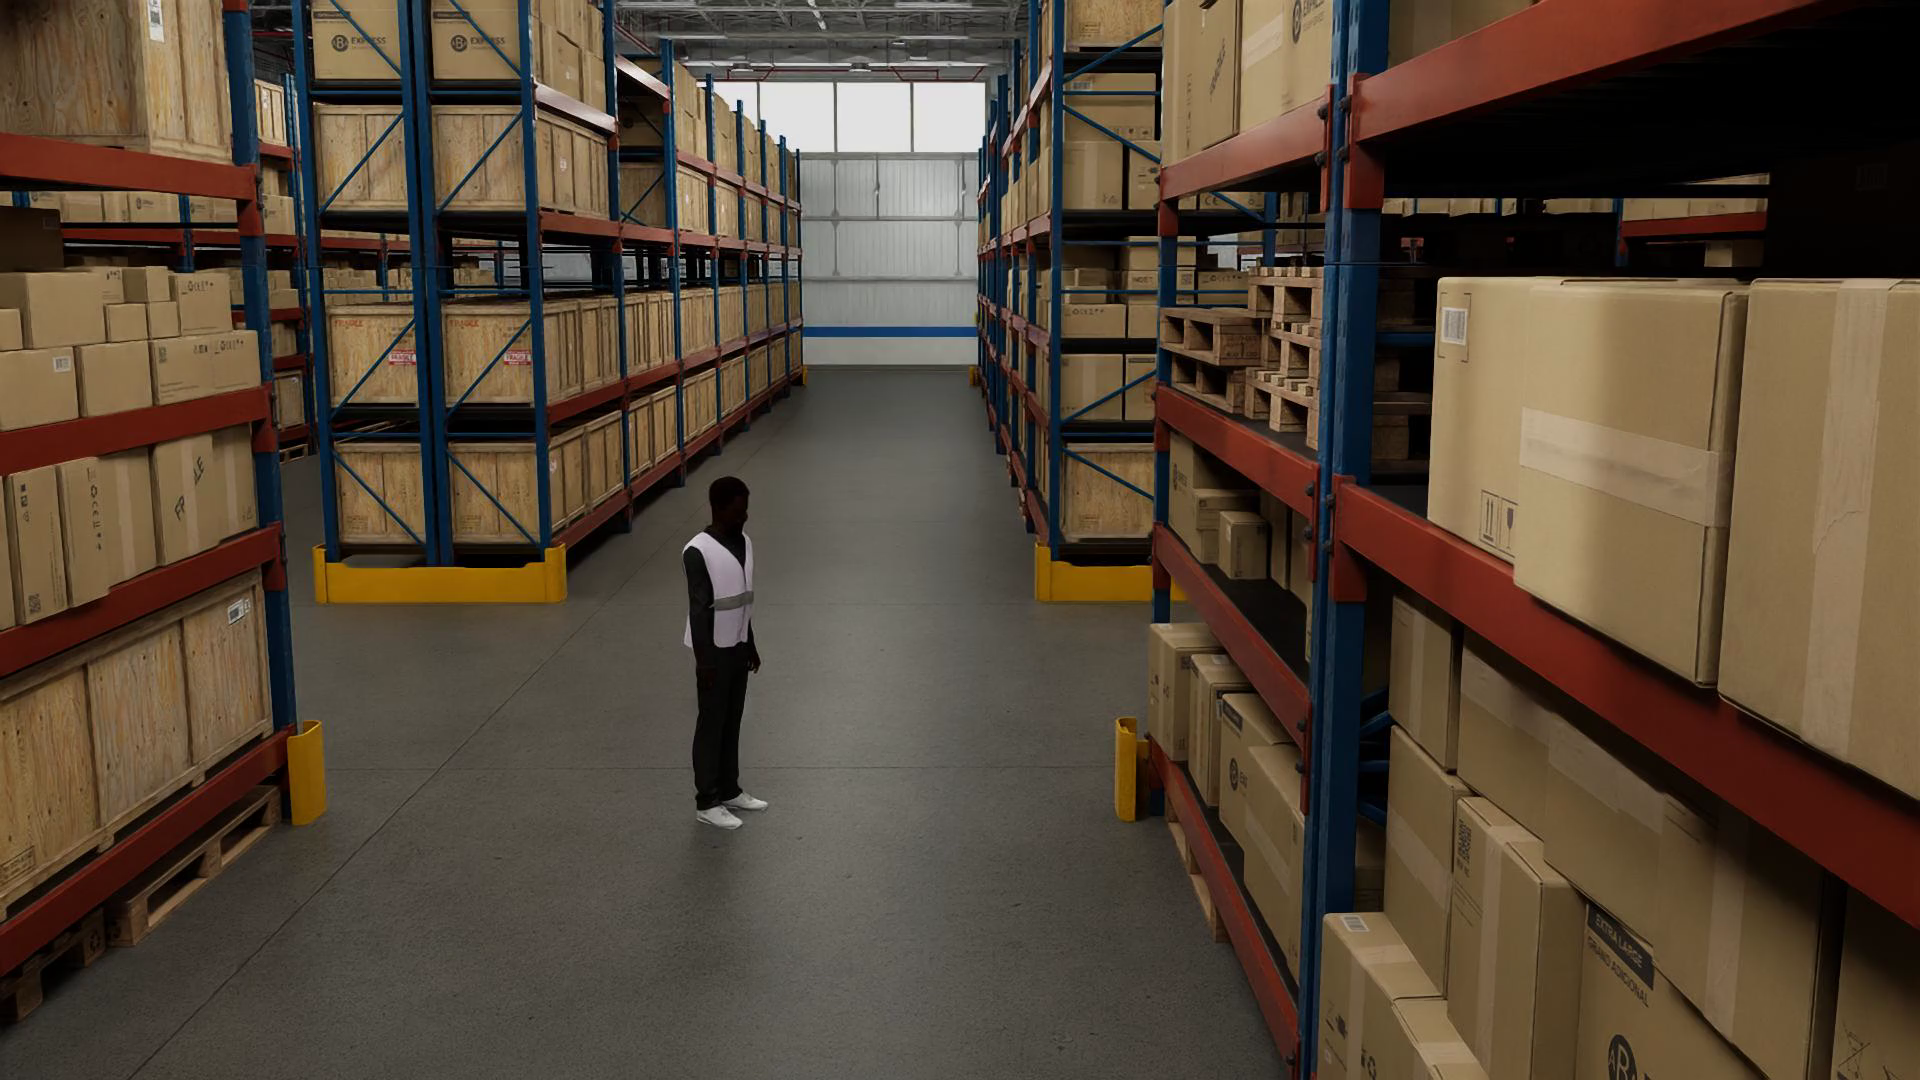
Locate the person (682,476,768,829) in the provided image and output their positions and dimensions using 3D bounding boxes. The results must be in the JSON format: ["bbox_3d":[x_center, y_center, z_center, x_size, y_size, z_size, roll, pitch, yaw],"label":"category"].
[{"bbox_3d":[-1.302,0.598,9.140,0.392,1.916,0.587,3,10,19],"label":"person"}]
